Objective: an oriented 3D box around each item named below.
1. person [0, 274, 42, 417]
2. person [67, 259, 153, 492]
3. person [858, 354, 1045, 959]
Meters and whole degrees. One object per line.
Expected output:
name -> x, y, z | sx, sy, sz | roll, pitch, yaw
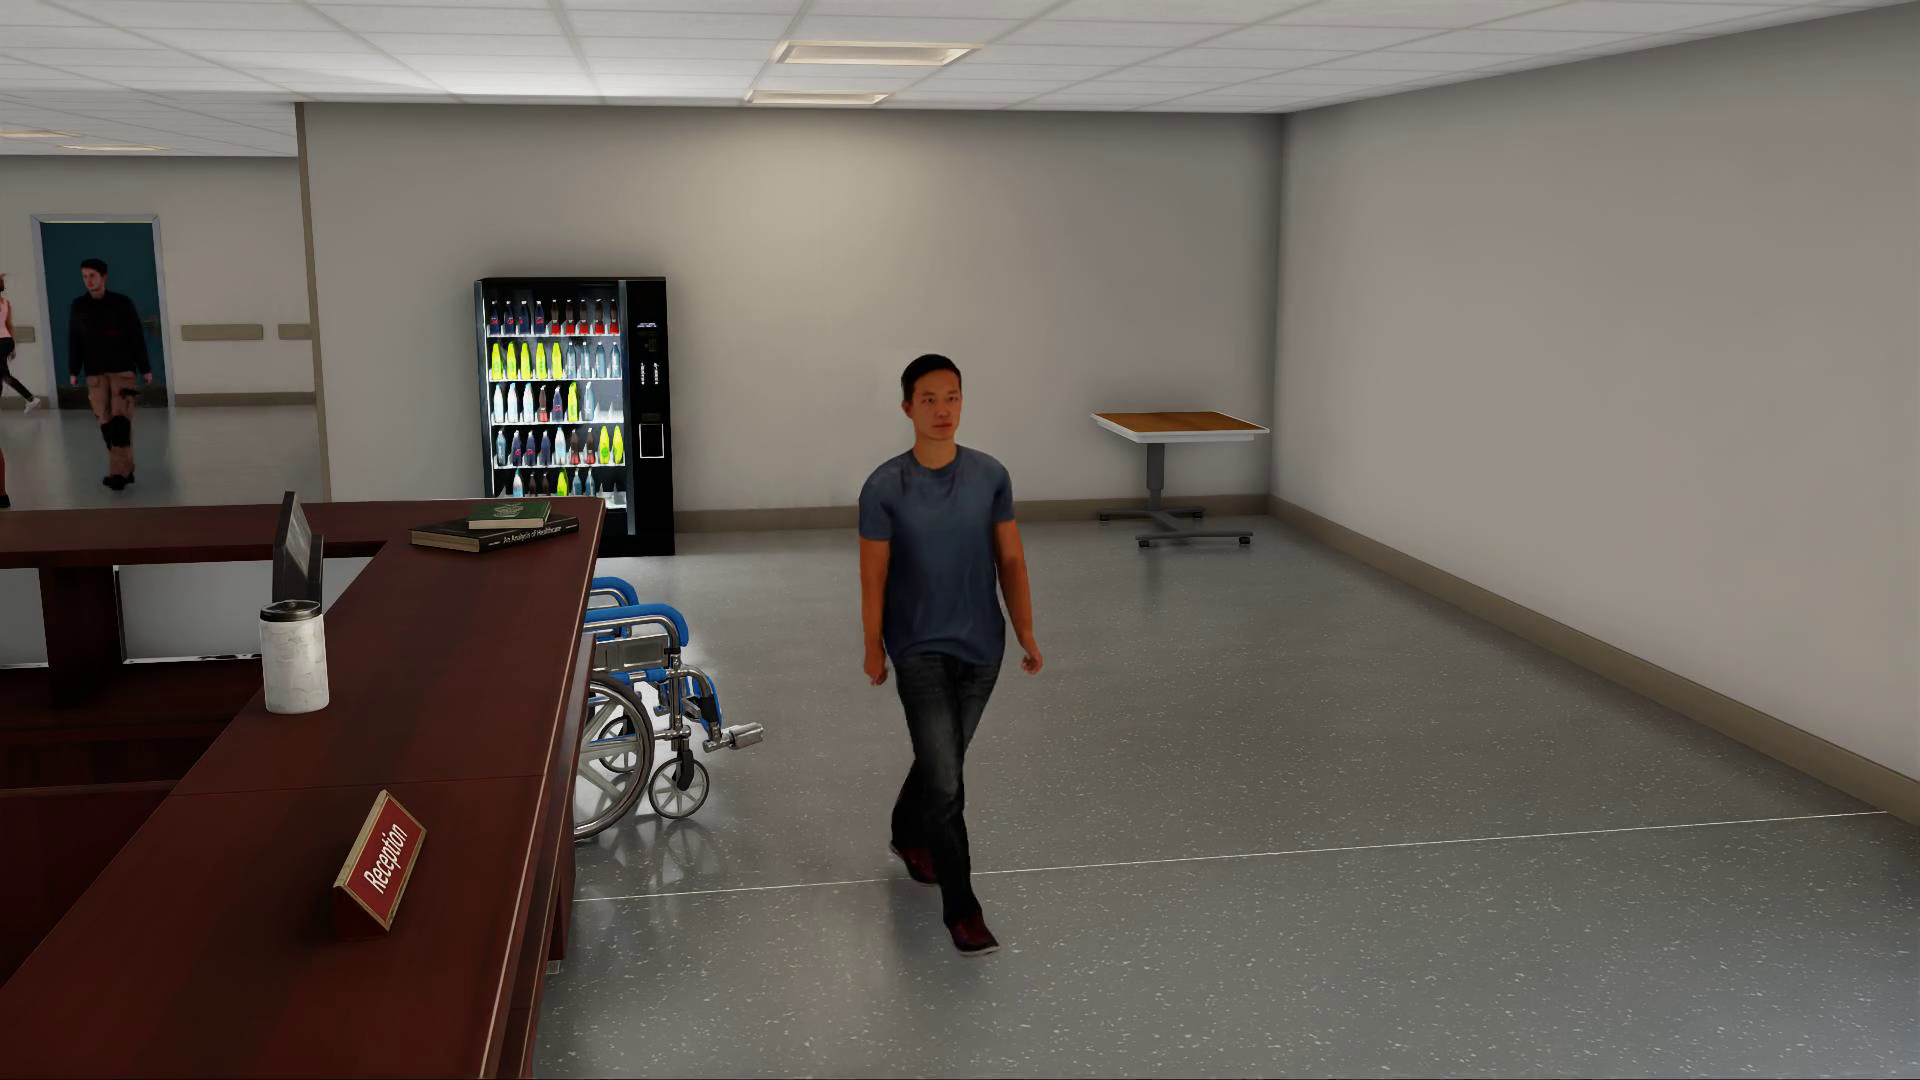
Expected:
person -> -10.919, -2.212, 19.051 | 1.091, 1.616, 0.734 | 1, 11, 3
person -> -7.018, -1.360, 13.819 | 0.997, 1.892, 0.825 | -1, 11, -7
person -> -0.082, 0.331, 5.238 | 1.171, 1.768, 0.950 | -5, 12, -25
